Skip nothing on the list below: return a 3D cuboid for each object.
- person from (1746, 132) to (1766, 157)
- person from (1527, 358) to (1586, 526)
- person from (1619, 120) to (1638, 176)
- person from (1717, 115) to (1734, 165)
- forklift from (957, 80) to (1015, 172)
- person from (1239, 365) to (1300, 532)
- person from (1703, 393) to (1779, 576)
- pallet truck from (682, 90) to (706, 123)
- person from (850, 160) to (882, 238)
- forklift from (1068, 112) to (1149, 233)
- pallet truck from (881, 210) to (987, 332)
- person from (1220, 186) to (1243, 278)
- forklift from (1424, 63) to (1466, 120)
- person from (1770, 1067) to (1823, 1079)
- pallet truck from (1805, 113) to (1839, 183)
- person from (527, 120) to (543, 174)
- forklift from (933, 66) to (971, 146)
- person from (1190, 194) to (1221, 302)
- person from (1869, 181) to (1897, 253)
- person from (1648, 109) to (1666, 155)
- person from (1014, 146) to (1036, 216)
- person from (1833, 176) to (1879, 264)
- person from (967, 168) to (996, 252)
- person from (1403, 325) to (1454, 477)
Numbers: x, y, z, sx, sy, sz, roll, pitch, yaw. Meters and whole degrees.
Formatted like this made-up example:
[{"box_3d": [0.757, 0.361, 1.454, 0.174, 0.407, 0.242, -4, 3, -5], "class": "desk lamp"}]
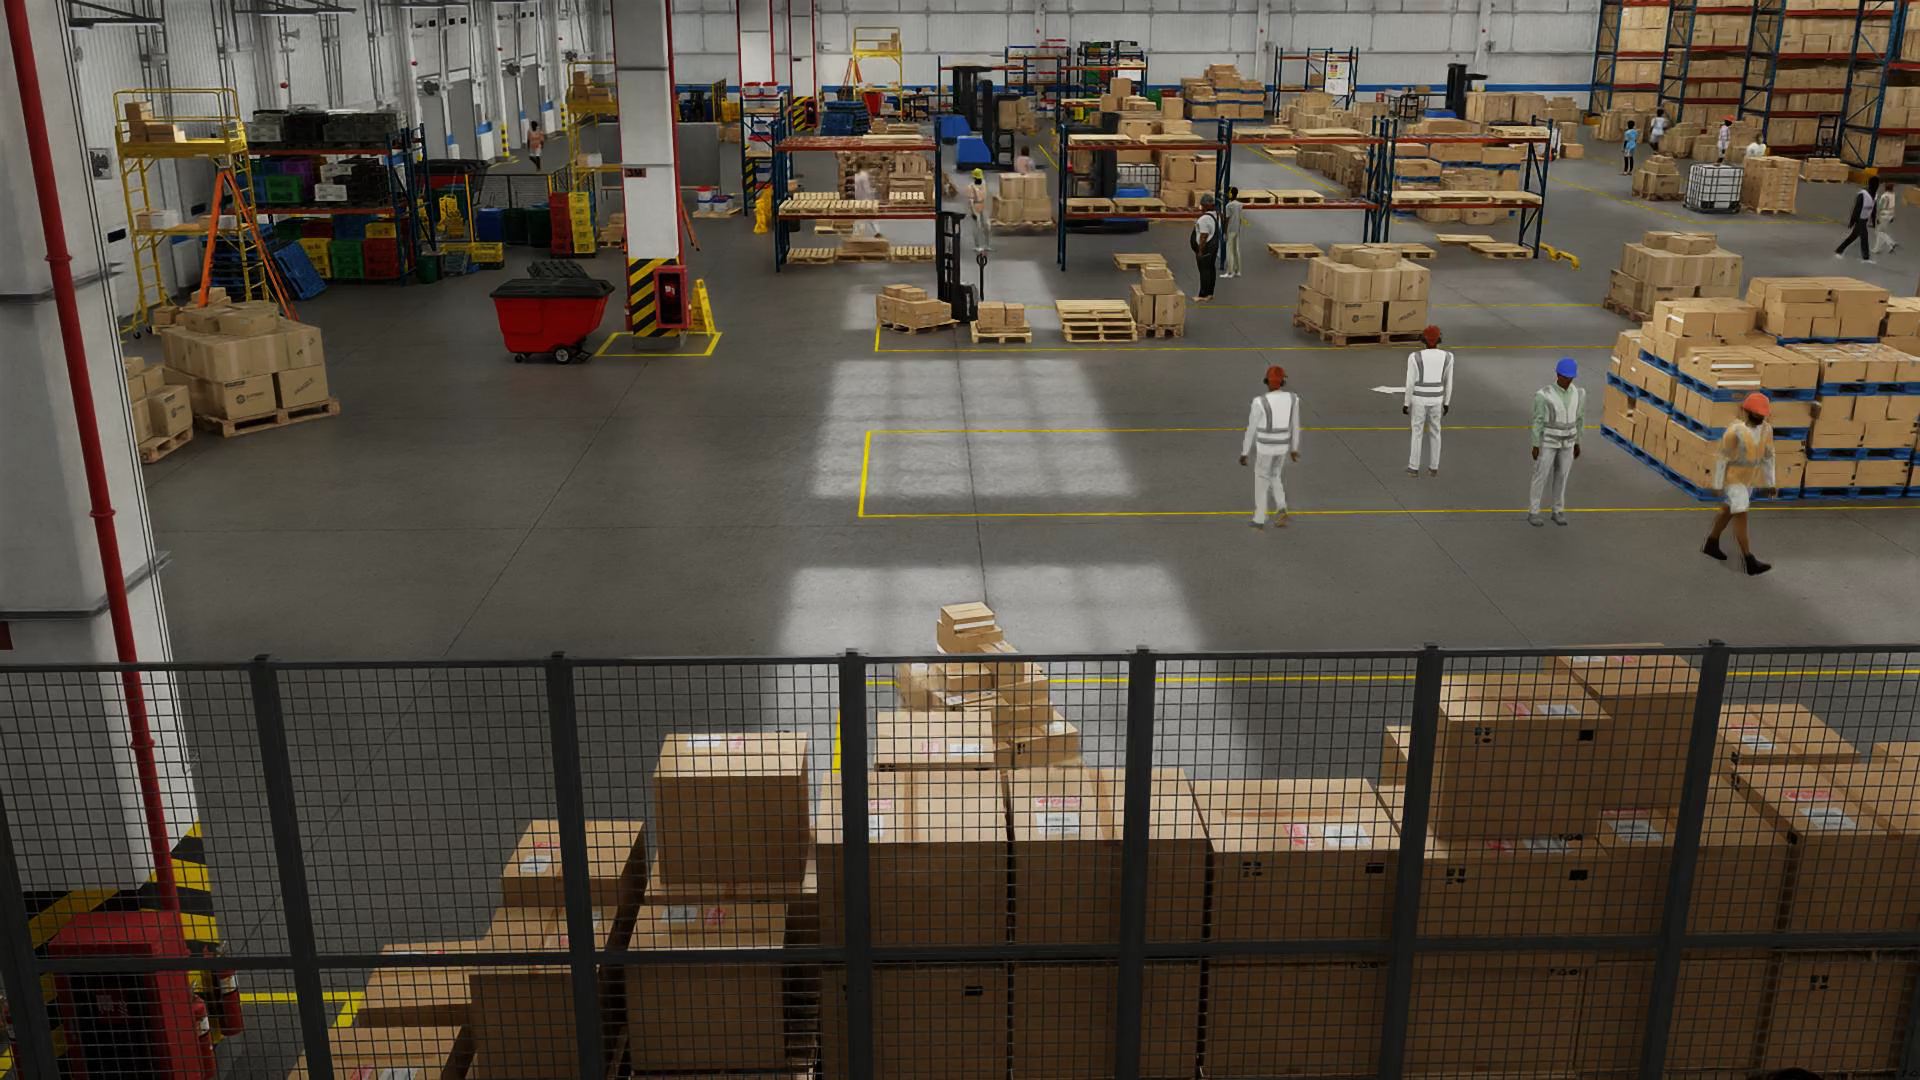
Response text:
[{"box_3d": [21.854, -10.275, 45.851, 0.636, 1.911, 0.869, -9, 21, -26], "class": "person"}, {"box_3d": [6.662, -1.093, 18.575, 0.601, 1.940, 0.415, -4, 19, -11], "class": "person"}, {"box_3d": [21.000, -12.302, 52.192, 0.529, 1.695, 0.321, -10, 21, -28], "class": "person"}, {"box_3d": [23.573, -12.121, 51.298, 0.374, 1.928, 0.542, 7, 20, 21], "class": "person"}, {"box_3d": [0.848, -13.256, 53.197, 1.873, 2.768, 1.129, -1, 19, -2], "class": "forklift"}, {"box_3d": [3.439, -0.992, 18.378, 0.680, 1.873, 0.469, -8, 20, -24], "class": "person"}, {"box_3d": [8.151, -0.599, 17.200, 0.552, 1.869, 1.028, -7, 20, -20], "class": "person"}, {"box_3d": [-9.671, -15.907, 62.421, 0.823, 1.965, 1.885, 5, 19, 15], "class": "pallet truck"}, {"box_3d": [-2.242, -7.973, 39.068, 0.936, 1.900, 0.632, -6, 20, -18], "class": "person"}, {"box_3d": [3.622, -8.912, 40.309, 1.873, 2.768, 1.129, -1, 19, -2], "class": "forklift"}, {"box_3d": [-0.493, -4.759, 29.349, 1.885, 1.965, 0.823, -13, 23, -34], "class": "pallet truck"}, {"box_3d": [5.601, -6.335, 34.248, 0.327, 1.861, 0.507, 18, 25, 42], "class": "person"}, {"box_3d": [18.945, -16.852, 63.864, 1.873, 2.768, 1.129, -3, 19, -10], "class": "forklift"}, {"box_3d": [3.122, 2.942, 6.656, 0.569, 1.905, 0.604, -3, 19, -9], "class": "person"}, {"box_3d": [26.403, -11.957, 50.702, 0.823, 1.965, 1.885, 6, 19, 16], "class": "pallet truck"}, {"box_3d": [-13.341, -12.340, 52.307, 0.550, 1.684, 0.427, 4, 19, 11], "class": "person"}, {"box_3d": [0.030, -16.139, 61.749, 1.873, 2.768, 1.129, -10, 21, -28], "class": "forklift"}, {"box_3d": [4.647, -5.567, 31.680, 0.536, 2.000, 0.676, 12, 22, 31], "class": "person"}, {"box_3d": [20.716, -7.184, 37.135, 0.523, 1.619, 0.615, -10, 21, -28], "class": "person"}, {"box_3d": [23.924, -13.945, 57.083, 0.544, 1.680, 0.388, -3, 19, -9], "class": "person"}, {"box_3d": [1.652, -9.219, 42.852, 0.638, 1.820, 0.634, 14, 23, 36], "class": "person"}, {"box_3d": [19.568, -6.982, 36.152, 0.604, 1.874, 0.985, -12, 22, -32], "class": "person"}, {"box_3d": [0.487, -7.385, 37.315, 0.638, 1.878, 0.755, -15, 24, -37], "class": "person"}, {"box_3d": [5.743, -1.700, 20.450, 0.579, 1.881, 0.342, -1, 19, -3], "class": "person"}]
